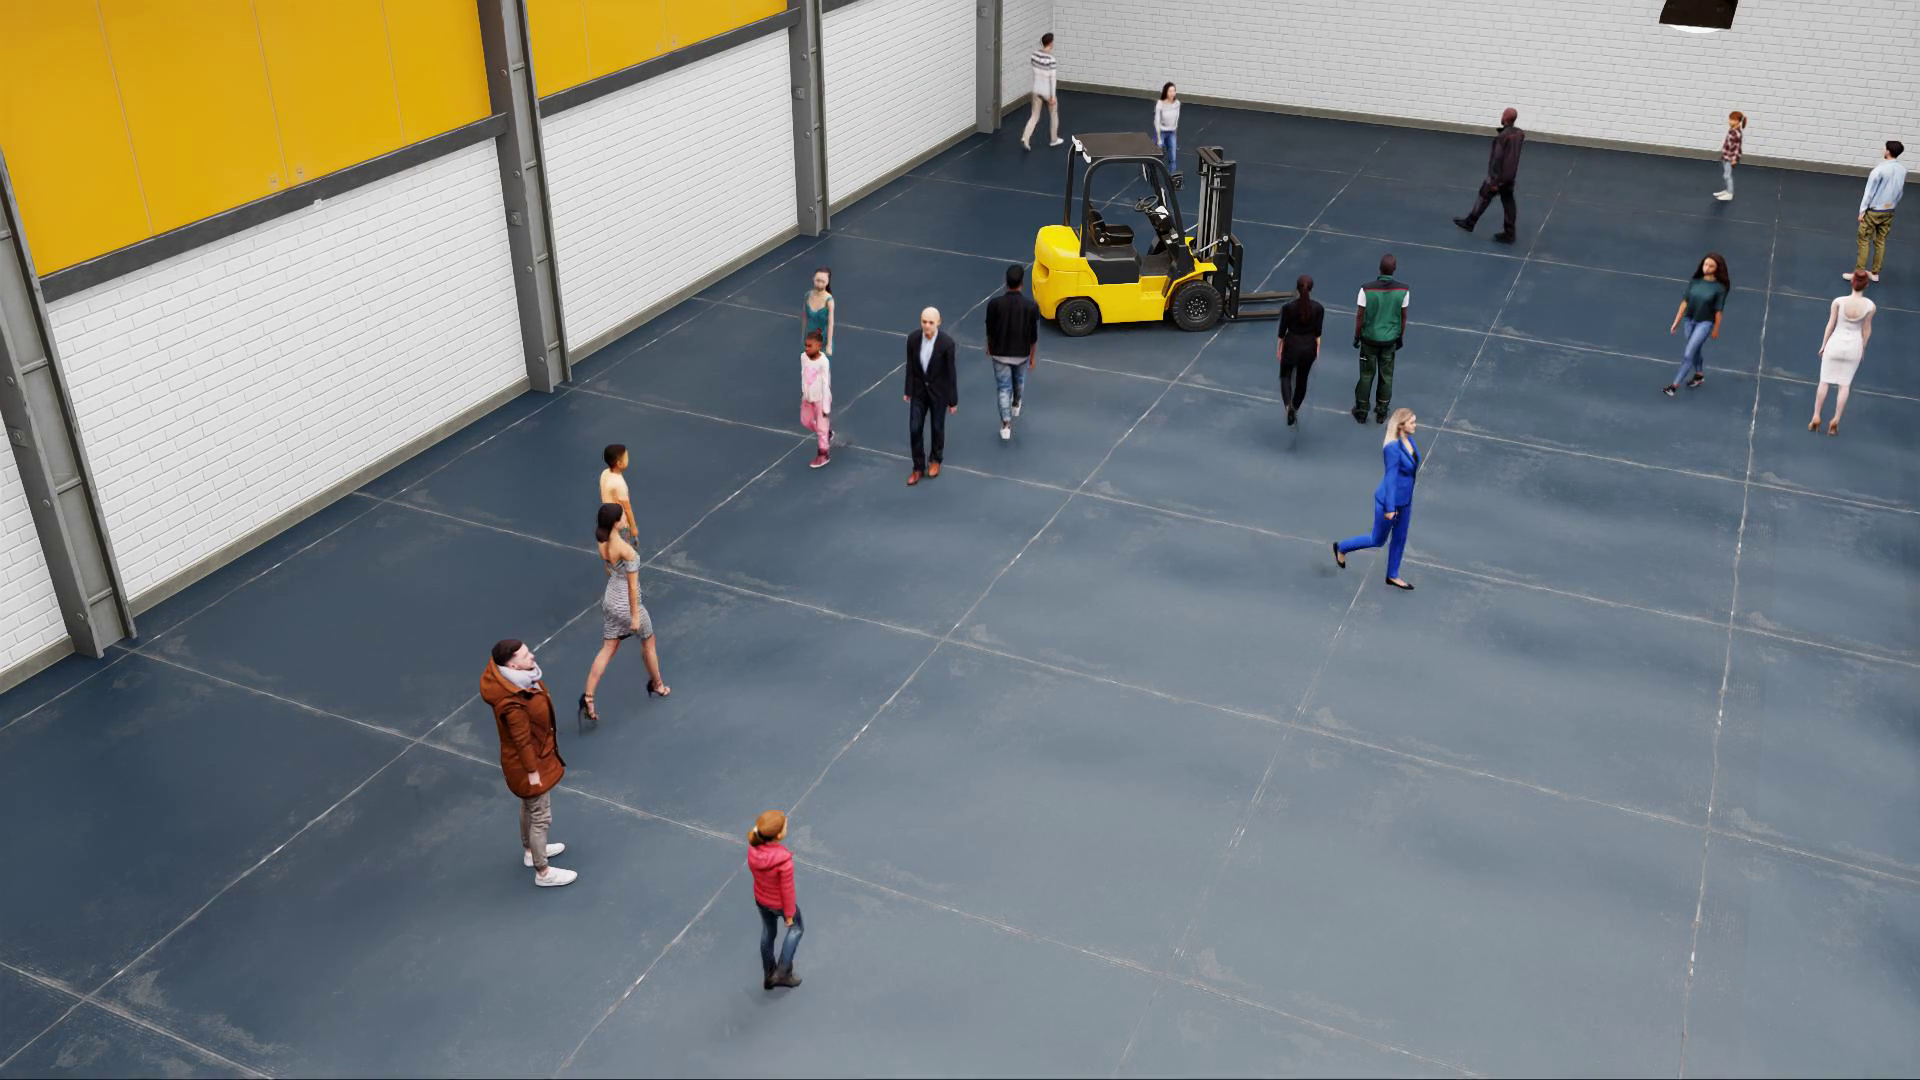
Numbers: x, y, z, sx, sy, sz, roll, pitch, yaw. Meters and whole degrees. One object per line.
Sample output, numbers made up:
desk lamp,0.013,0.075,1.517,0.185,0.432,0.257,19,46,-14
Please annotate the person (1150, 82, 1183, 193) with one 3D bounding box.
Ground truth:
person,3.000,-6.013,24.798,1.030,1.583,1.074,-10,30,-18

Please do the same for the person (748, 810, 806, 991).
person,-1.158,2.205,10.018,0.551,1.309,0.554,19,34,31

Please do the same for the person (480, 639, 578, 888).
person,-2.829,1.436,10.875,0.904,1.839,0.853,-13,31,-22

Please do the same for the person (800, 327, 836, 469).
person,-1.382,-1.449,16.586,0.627,1.435,0.738,20,34,32

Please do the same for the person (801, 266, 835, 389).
person,-1.490,-2.084,17.507,0.578,1.667,0.512,22,35,34

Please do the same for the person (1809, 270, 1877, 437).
person,9.063,-1.928,17.091,0.579,1.792,0.497,14,32,24

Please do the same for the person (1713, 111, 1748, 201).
person,11.342,-5.644,24.422,0.661,1.297,0.518,4,29,8

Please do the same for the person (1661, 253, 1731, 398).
person,8.076,-2.352,18.100,1.176,1.571,0.966,-18,34,-30

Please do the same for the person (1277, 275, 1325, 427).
person,3.503,-1.898,17.195,0.784,1.640,0.932,1,29,3

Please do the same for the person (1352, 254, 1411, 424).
person,4.376,-2.099,17.355,0.765,1.839,0.740,2,29,4

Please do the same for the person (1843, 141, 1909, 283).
person,11.721,-4.183,21.210,0.761,1.806,0.796,-7,29,-13

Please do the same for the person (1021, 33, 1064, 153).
person,1.282,-7.168,26.631,0.849,1.856,1.176,20,34,32

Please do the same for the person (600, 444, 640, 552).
person,-2.975,-0.122,14.137,0.695,1.451,0.645,-16,33,-27

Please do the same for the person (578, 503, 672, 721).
person,-2.619,0.571,12.517,0.850,1.786,1.139,25,38,38

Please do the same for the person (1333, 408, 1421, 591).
person,3.628,-0.354,14.323,0.776,1.681,0.948,18,33,29

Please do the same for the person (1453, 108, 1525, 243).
person,7.449,-4.923,22.581,1.211,1.793,1.124,-21,35,-33

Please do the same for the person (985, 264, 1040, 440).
person,0.509,-1.890,17.050,1.060,1.766,1.304,0,29,0

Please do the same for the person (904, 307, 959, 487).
person,-0.268,-1.463,16.252,0.801,1.780,0.862,8,30,14
